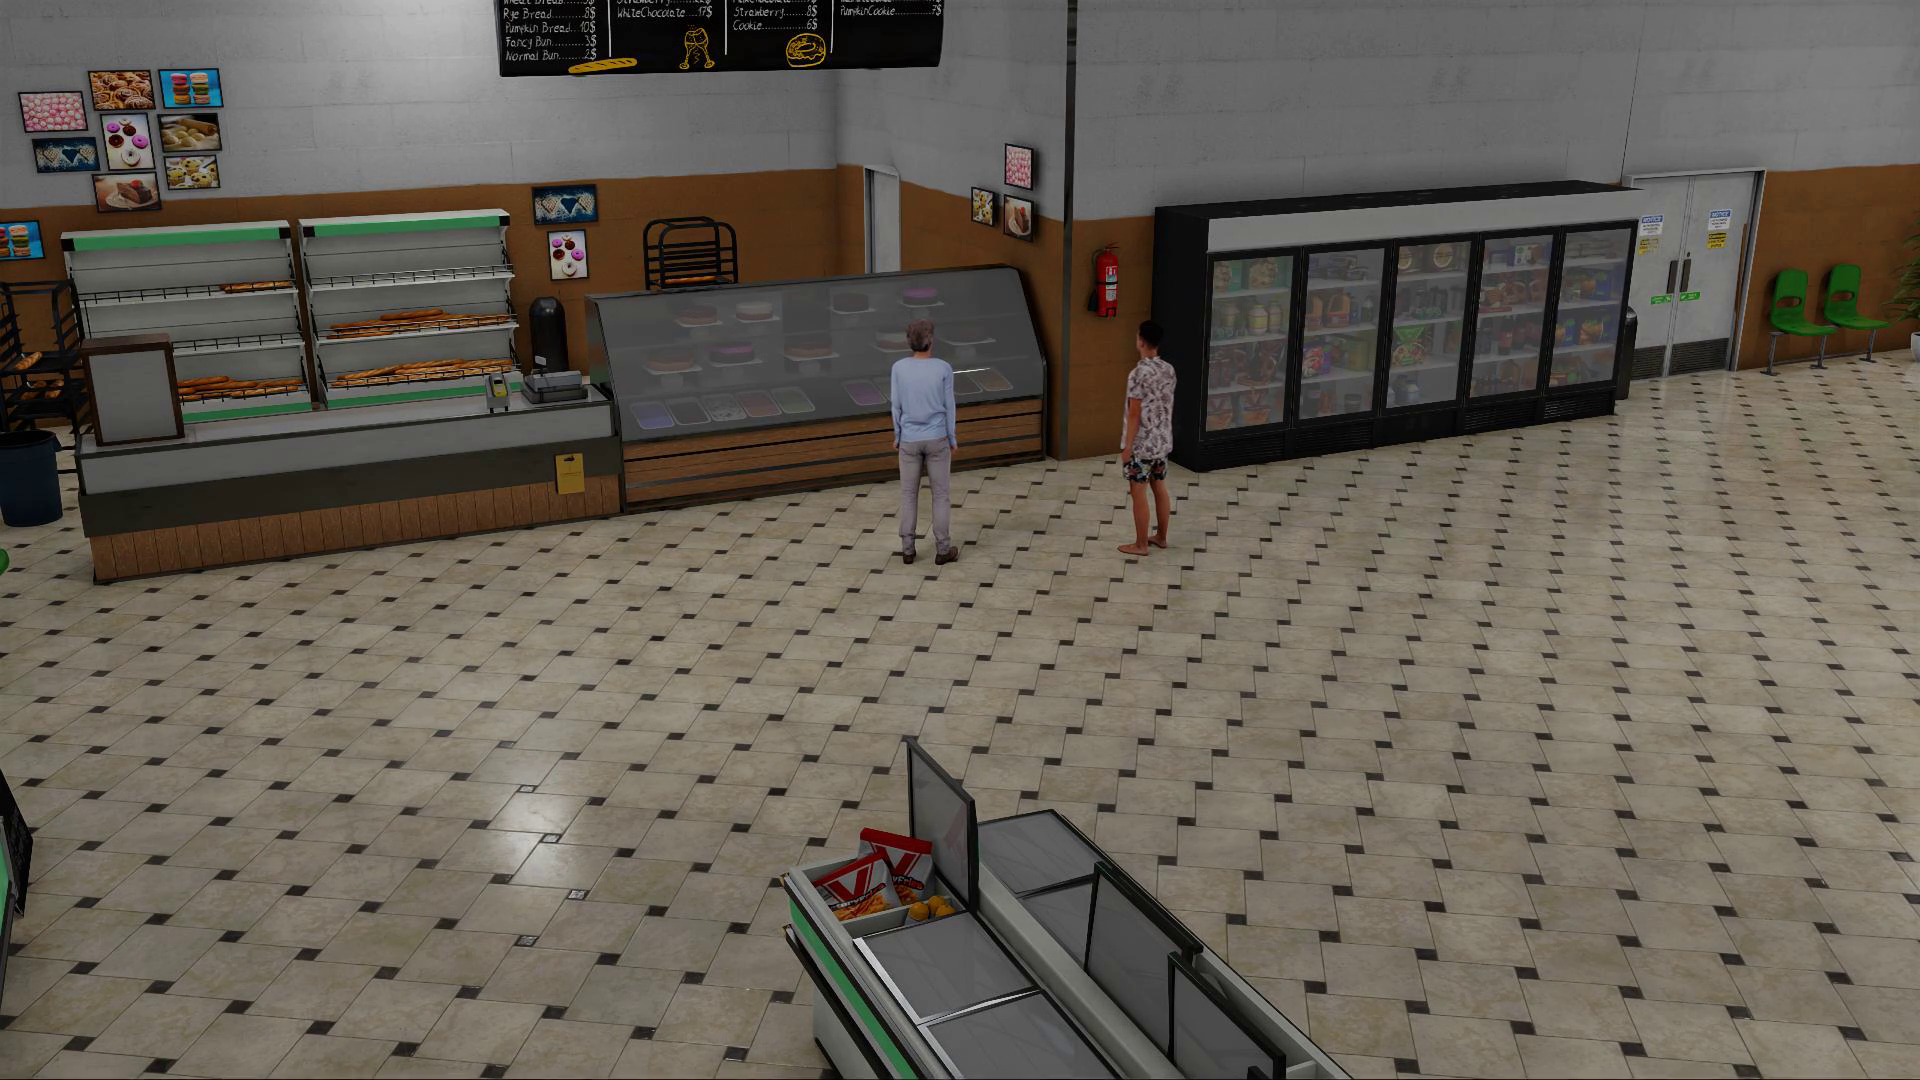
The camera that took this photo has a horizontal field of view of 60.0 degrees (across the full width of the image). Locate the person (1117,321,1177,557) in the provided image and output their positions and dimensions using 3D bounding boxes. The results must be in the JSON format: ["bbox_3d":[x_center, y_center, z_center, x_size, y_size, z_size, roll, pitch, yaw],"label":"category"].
[{"bbox_3d":[1.460,-0.786,12.868,0.734,1.814,0.673,-17,25,-41],"label":"person"}]

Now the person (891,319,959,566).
[{"bbox_3d":[-0.269,-0.743,12.614,0.749,1.894,0.771,3,19,8],"label":"person"}]
